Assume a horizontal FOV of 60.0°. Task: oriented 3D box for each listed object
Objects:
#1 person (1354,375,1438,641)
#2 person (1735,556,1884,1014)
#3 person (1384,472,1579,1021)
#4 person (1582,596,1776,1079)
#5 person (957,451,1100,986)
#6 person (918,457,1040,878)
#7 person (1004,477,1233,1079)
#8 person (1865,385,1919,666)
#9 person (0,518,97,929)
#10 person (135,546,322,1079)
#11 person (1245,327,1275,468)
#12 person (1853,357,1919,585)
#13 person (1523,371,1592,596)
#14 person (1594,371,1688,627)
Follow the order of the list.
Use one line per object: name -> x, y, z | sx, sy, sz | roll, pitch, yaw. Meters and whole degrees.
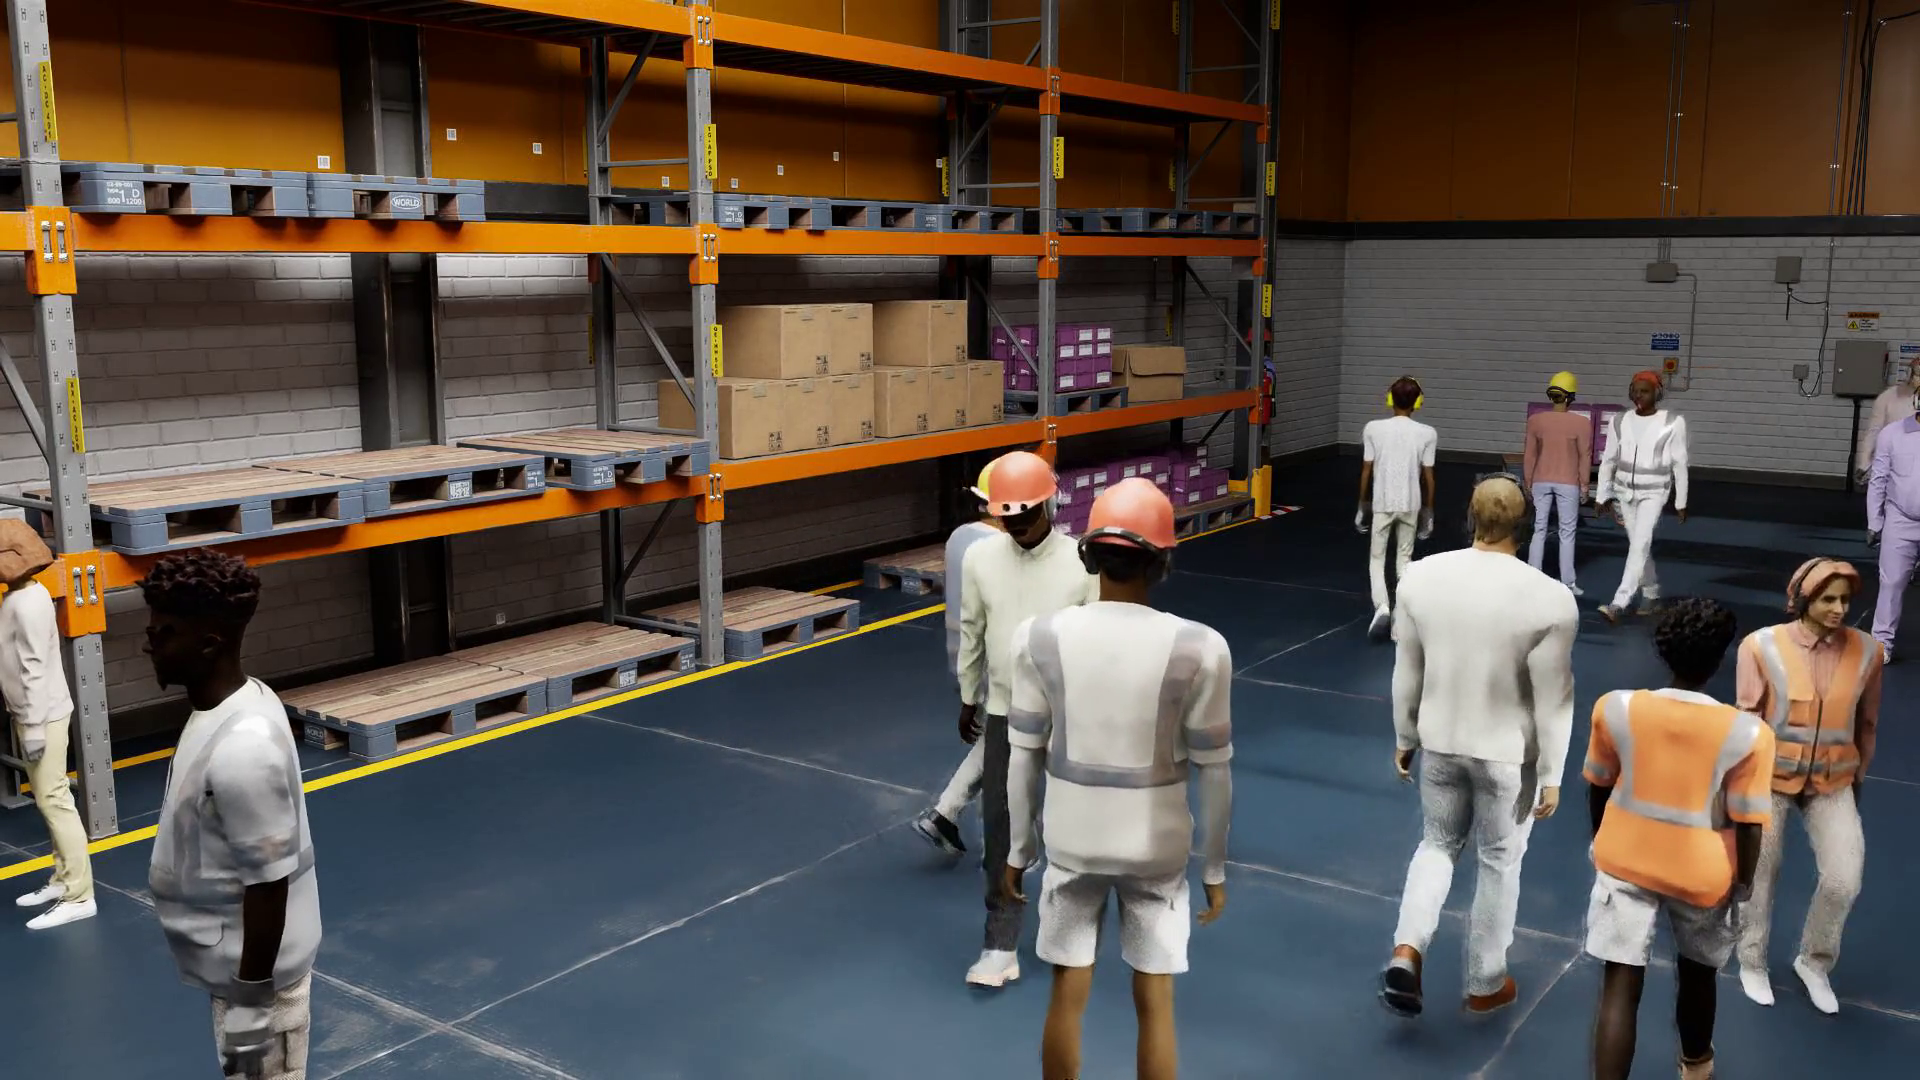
person -> 2.985, -0.201, 11.398 | 0.541, 1.852, 0.480 | 2, 10, 14
person -> 2.917, 0.860, 5.772 | 0.512, 1.624, 0.461 | 1, 10, 8
person -> 1.729, 0.730, 5.622 | 0.639, 1.926, 0.606 | 8, 12, 38
person -> 2.119, 0.979, 4.962 | 0.521, 1.649, 0.874 | 5, 11, 29
person -> 0.277, 0.643, 6.090 | 0.733, 1.931, 0.964 | 4, 10, 22
person -> 0.134, 0.549, 7.026 | 0.443, 1.818, 0.618 | -5, 11, -25
person -> 0.436, 0.839, 4.645 | 0.627, 2.041, 0.395 | 2, 10, 14
person -> 6.112, -0.087, 10.558 | 0.654, 1.906, 0.407 | 6, 11, 31
person -> -3.684, 0.716, 6.615 | 0.284, 1.626, 0.492 | -7, 12, -35
person -> -1.730, 0.986, 3.999 | 0.369, 1.962, 0.601 | -5, 11, -26
person -> 3.203, -1.345, 17.954 | 0.357, 1.937, 0.550 | -1, 10, -5
person -> 7.720, -0.570, 13.595 | 0.691, 1.846, 1.022 | 7, 12, 36
person -> 4.684, -0.436, 13.051 | 0.523, 1.769, 0.322 | 8, 12, 38
person -> 4.912, -0.306, 12.077 | 1.003, 1.827, 0.602 | -8, 12, -40
